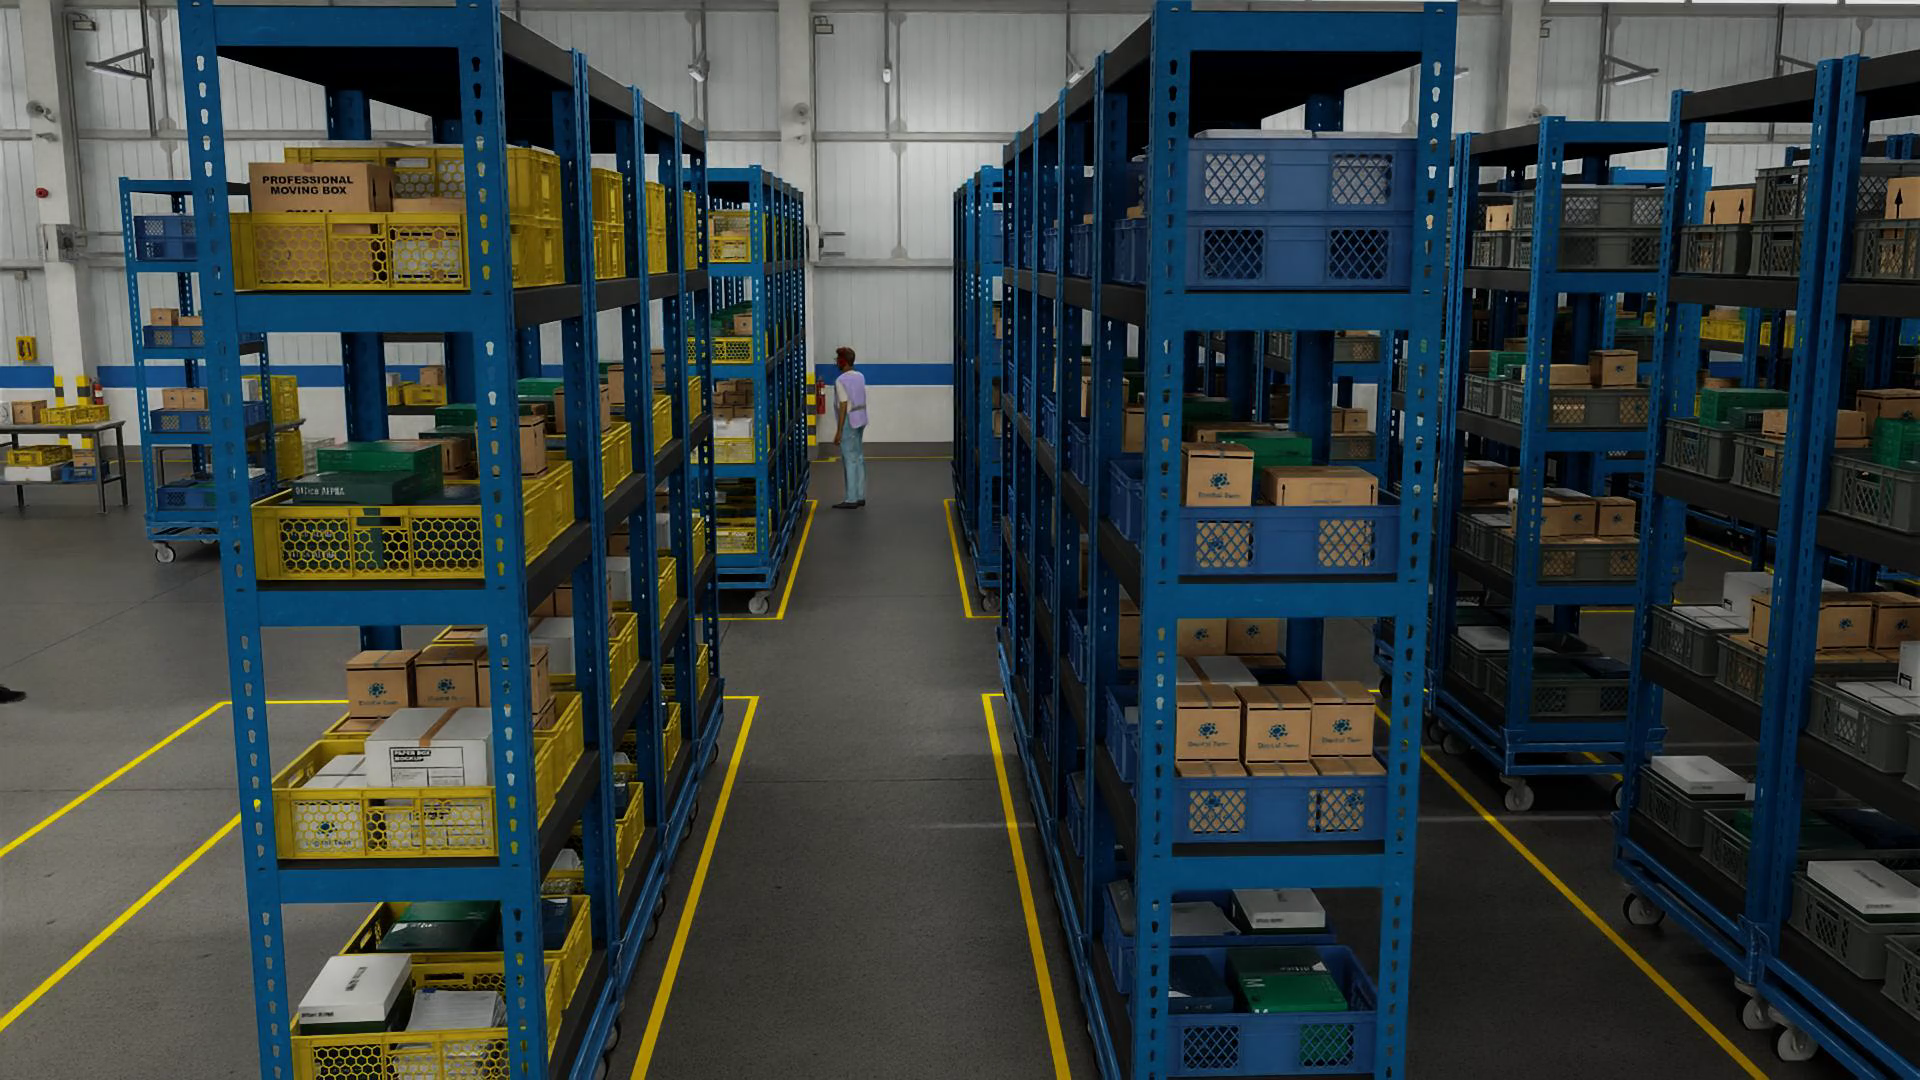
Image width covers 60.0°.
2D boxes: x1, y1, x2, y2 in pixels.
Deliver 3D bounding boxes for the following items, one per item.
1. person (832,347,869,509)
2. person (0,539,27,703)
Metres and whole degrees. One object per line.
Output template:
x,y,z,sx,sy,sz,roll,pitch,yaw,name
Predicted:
-1.249,-1.274,18.986,0.395,1.847,0.564,4,11,23,person
-6.541,0.184,10.795,0.714,1.810,0.605,-1,10,-7,person
